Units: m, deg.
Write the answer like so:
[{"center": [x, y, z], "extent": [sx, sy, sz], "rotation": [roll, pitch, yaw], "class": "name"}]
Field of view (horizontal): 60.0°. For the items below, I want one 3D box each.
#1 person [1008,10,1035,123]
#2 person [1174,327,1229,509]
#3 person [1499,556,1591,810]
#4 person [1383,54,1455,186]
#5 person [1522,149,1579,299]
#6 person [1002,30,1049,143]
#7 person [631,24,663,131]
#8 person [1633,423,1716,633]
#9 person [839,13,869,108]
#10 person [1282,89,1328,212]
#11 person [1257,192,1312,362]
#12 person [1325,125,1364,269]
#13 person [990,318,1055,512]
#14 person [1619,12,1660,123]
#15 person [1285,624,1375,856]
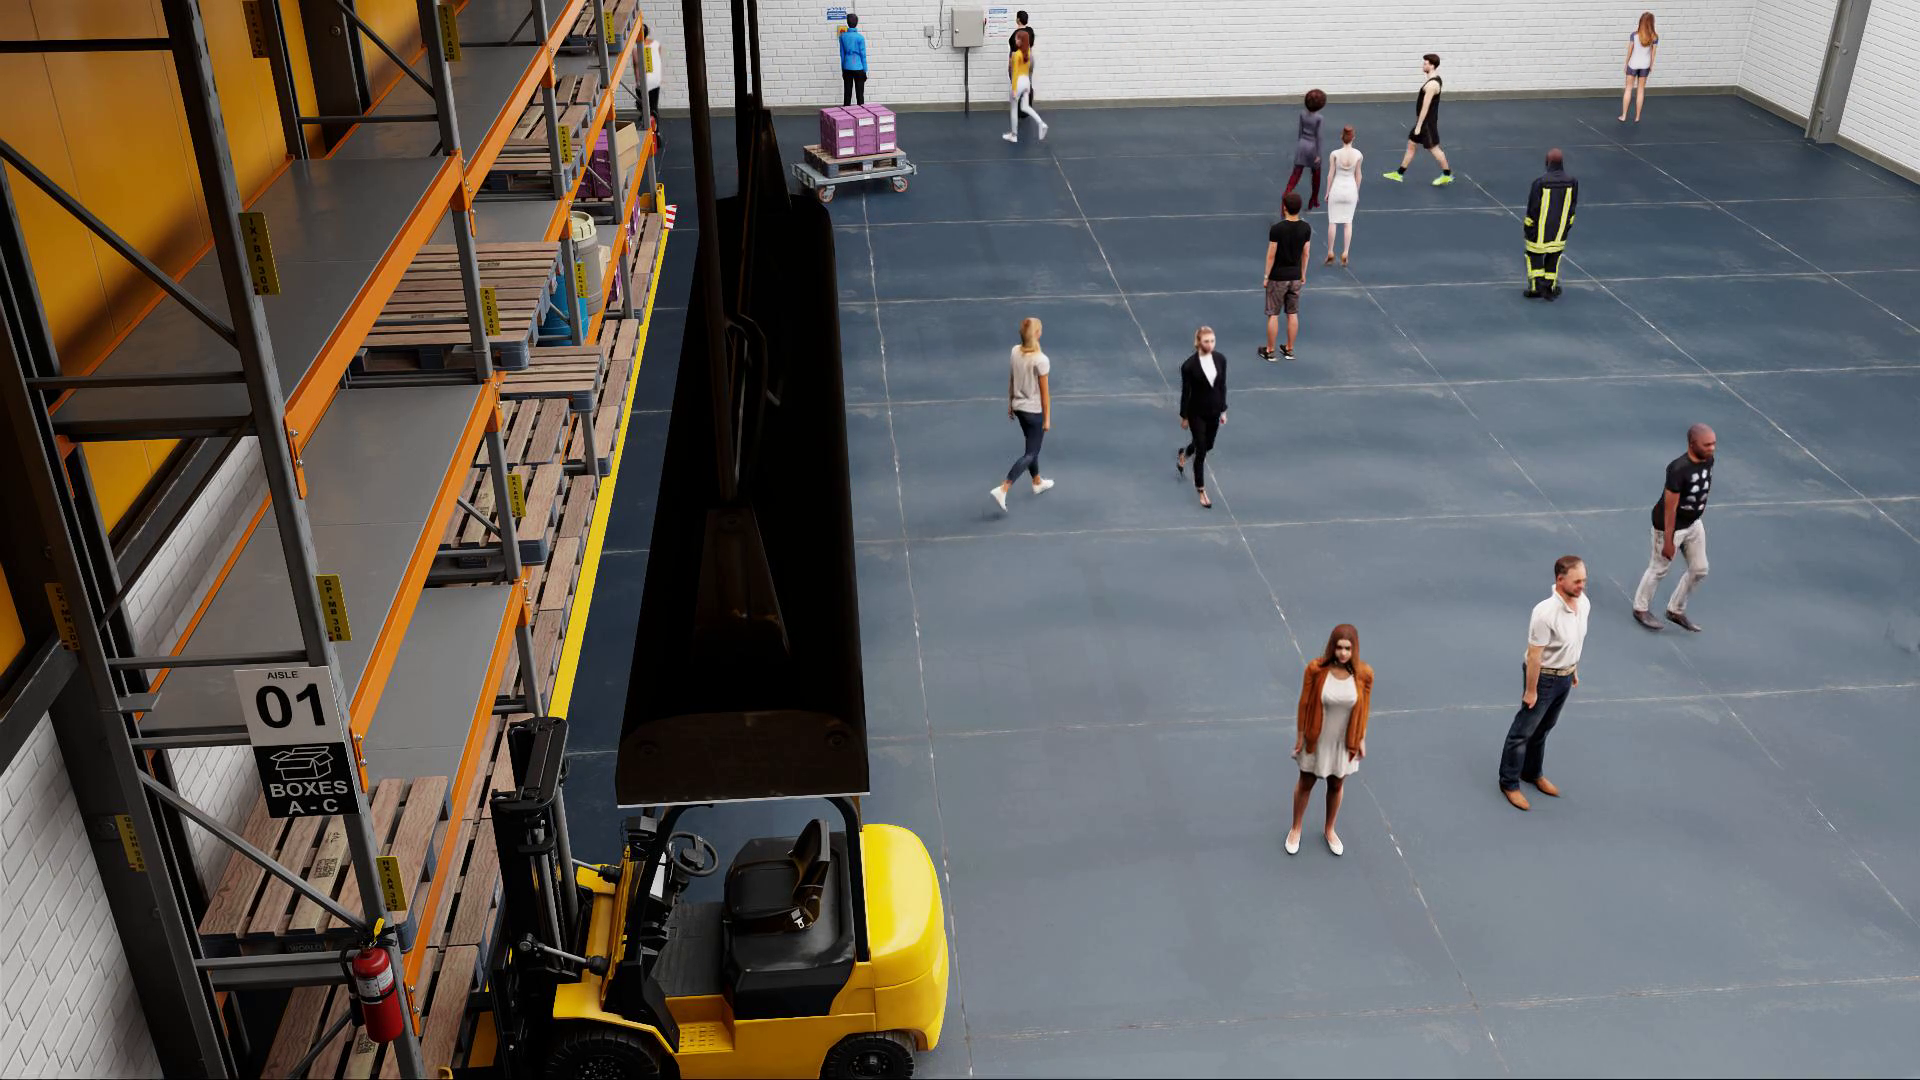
[{"center": [1.019, -7.729, 27.102], "extent": [0.833, 1.760, 0.768], "rotation": [21, 35, 33], "class": "person"}, {"center": [2.185, -1.158, 15.139], "extent": [0.826, 1.681, 1.066], "rotation": [-12, 31, -20], "class": "person"}, {"center": [3.932, 0.909, 11.166], "extent": [0.749, 1.856, 0.741], "rotation": [-17, 33, -28], "class": "person"}, {"center": [6.766, -5.963, 23.775], "extent": [1.045, 1.846, 1.265], "rotation": [7, 29, 13], "class": "person"}, {"center": [7.027, -3.740, 19.743], "extent": [0.854, 1.805, 0.793], "rotation": [5, 29, 9], "class": "person"}, {"center": [1.023, -7.010, 25.813], "extent": [1.041, 1.732, 1.029], "rotation": [18, 33, 29], "class": "person"}, {"center": [-4.975, -7.379, 26.550], "extent": [0.763, 1.676, 0.768], "rotation": [-14, 32, -24], "class": "person"}, {"center": [5.593, -0.129, 13.141], "extent": [0.844, 1.788, 0.908], "rotation": [-17, 33, -28], "class": "person"}, {"center": [-1.718, -7.557, 26.751], "extent": [0.689, 1.794, 0.692], "rotation": [11, 30, 19], "class": "person"}, {"center": [4.684, -5.252, 22.647], "extent": [1.062, 1.679, 1.101], "rotation": [23, 36, 36], "class": "person"}, {"center": [3.531, -2.858, 18.067], "extent": [0.697, 1.860, 0.657], "rotation": [-9, 30, -16], "class": "person"}, {"center": [4.770, -4.290, 20.765], "extent": [0.620, 1.792, 0.568], "rotation": [4, 29, 7], "class": "person"}, {"center": [0.558, -1.111, 14.944], "extent": [1.093, 1.785, 1.119], "rotation": [-23, 36, -36], "class": "person"}, {"center": [11.059, -7.707, 27.094], "extent": [0.660, 1.730, 0.645], "rotation": [6, 29, 11], "class": "person"}, {"center": [2.373, 1.254, 10.674], "extent": [0.645, 1.722, 0.621], "rotation": [3, 29, 5], "class": "person"}]
